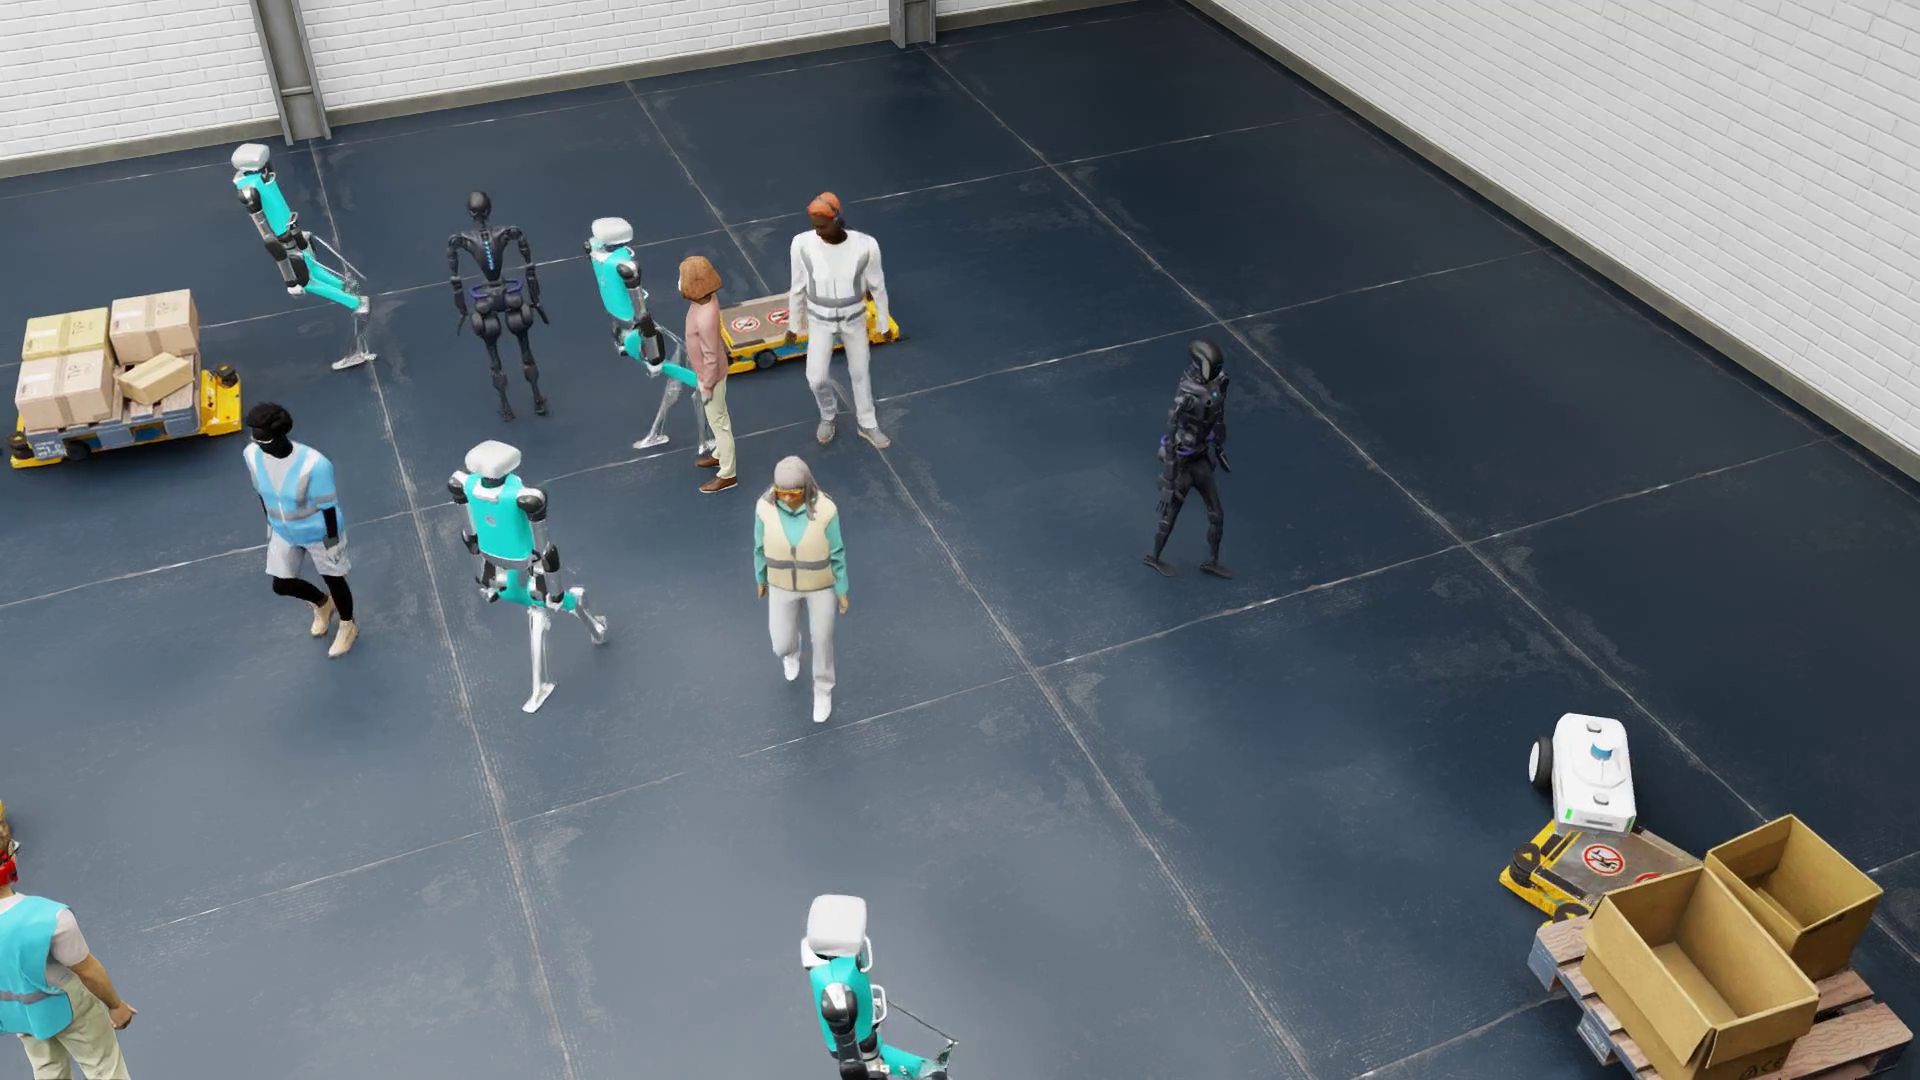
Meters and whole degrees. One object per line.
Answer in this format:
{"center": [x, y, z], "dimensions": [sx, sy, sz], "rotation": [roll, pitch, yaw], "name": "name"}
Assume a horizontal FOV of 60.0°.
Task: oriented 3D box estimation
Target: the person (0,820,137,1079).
{"center": [-3.607, 1.845, 6.581], "dimensions": [0.568, 1.840, 0.373], "rotation": [2, 38, 3], "name": "person"}

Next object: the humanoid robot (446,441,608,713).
{"center": [-2.235, 0.094, 8.987], "dimensions": [0.549, 1.819, 0.892], "rotation": [11, 39, 14], "name": "humanoid robot"}

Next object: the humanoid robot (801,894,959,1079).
{"center": [-0.193, 2.046, 6.495], "dimensions": [0.768, 1.889, 0.542], "rotation": [-5, 38, -6], "name": "humanoid robot"}

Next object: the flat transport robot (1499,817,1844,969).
{"center": [3.390, 1.792, 7.942], "dimensions": [1.431, 0.231, 0.659], "rotation": [31, 47, 34], "name": "flat transport robot"}

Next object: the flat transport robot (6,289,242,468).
{"center": [-5.697, -0.857, 11.389], "dimensions": [1.431, 0.231, 0.659], "rotation": [-12, 39, -15], "name": "flat transport robot"}

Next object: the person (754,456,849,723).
{"center": [-0.830, 0.228, 8.804], "dimensions": [0.492, 1.694, 0.434], "rotation": [0, 38, 0], "name": "person"}

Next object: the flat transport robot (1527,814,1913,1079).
{"center": [3.291, 2.173, 7.445], "dimensions": [0.659, 0.231, 1.431], "rotation": [-11, 39, -14], "name": "flat transport robot"}

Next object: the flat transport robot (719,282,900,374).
{"center": [-1.232, -1.580, 12.330], "dimensions": [1.431, 0.231, 0.659], "rotation": [-14, 40, -18], "name": "flat transport robot"}

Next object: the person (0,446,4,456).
{"center": [-6.646, -1.277, 10.570], "dimensions": [0.372, 1.934, 0.549], "rotation": [11, 39, 13], "name": "person"}

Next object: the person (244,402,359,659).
{"center": [-3.616, -0.039, 9.154], "dimensions": [0.535, 1.678, 0.386], "rotation": [8, 38, 10], "name": "person"}

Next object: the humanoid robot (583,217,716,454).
{"center": [-1.935, -1.333, 10.823], "dimensions": [0.820, 1.801, 0.541], "rotation": [-27, 45, -31], "name": "humanoid robot"}

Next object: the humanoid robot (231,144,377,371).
{"center": [-4.450, -1.913, 11.580], "dimensions": [0.805, 1.797, 0.551], "rotation": [-5, 38, -7], "name": "humanoid robot"}

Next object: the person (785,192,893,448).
{"center": [-0.798, -1.398, 10.783], "dimensions": [0.706, 1.867, 0.377], "rotation": [-2, 38, -3], "name": "person"}

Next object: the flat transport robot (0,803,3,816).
{"center": [-5.573, 1.611, 8.176], "dimensions": [1.431, 0.231, 0.659], "rotation": [-7, 38, -9], "name": "flat transport robot"}

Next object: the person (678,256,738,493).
{"center": [-1.600, -1.056, 10.526], "dimensions": [0.283, 1.633, 0.499], "rotation": [-7, 38, -9], "name": "person"}

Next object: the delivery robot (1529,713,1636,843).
{"center": [3.212, 1.227, 8.447], "dimensions": [0.523, 0.602, 0.773], "rotation": [8, 38, 10], "name": "delivery robot"}

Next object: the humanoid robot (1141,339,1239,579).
{"center": [1.380, -0.434, 9.689], "dimensions": [0.567, 1.639, 0.609], "rotation": [28, 46, 32], "name": "humanoid robot"}

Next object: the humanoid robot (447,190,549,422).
{"center": [-3.093, -1.573, 11.169], "dimensions": [0.608, 1.653, 0.321], "rotation": [-13, 39, -16], "name": "humanoid robot"}
